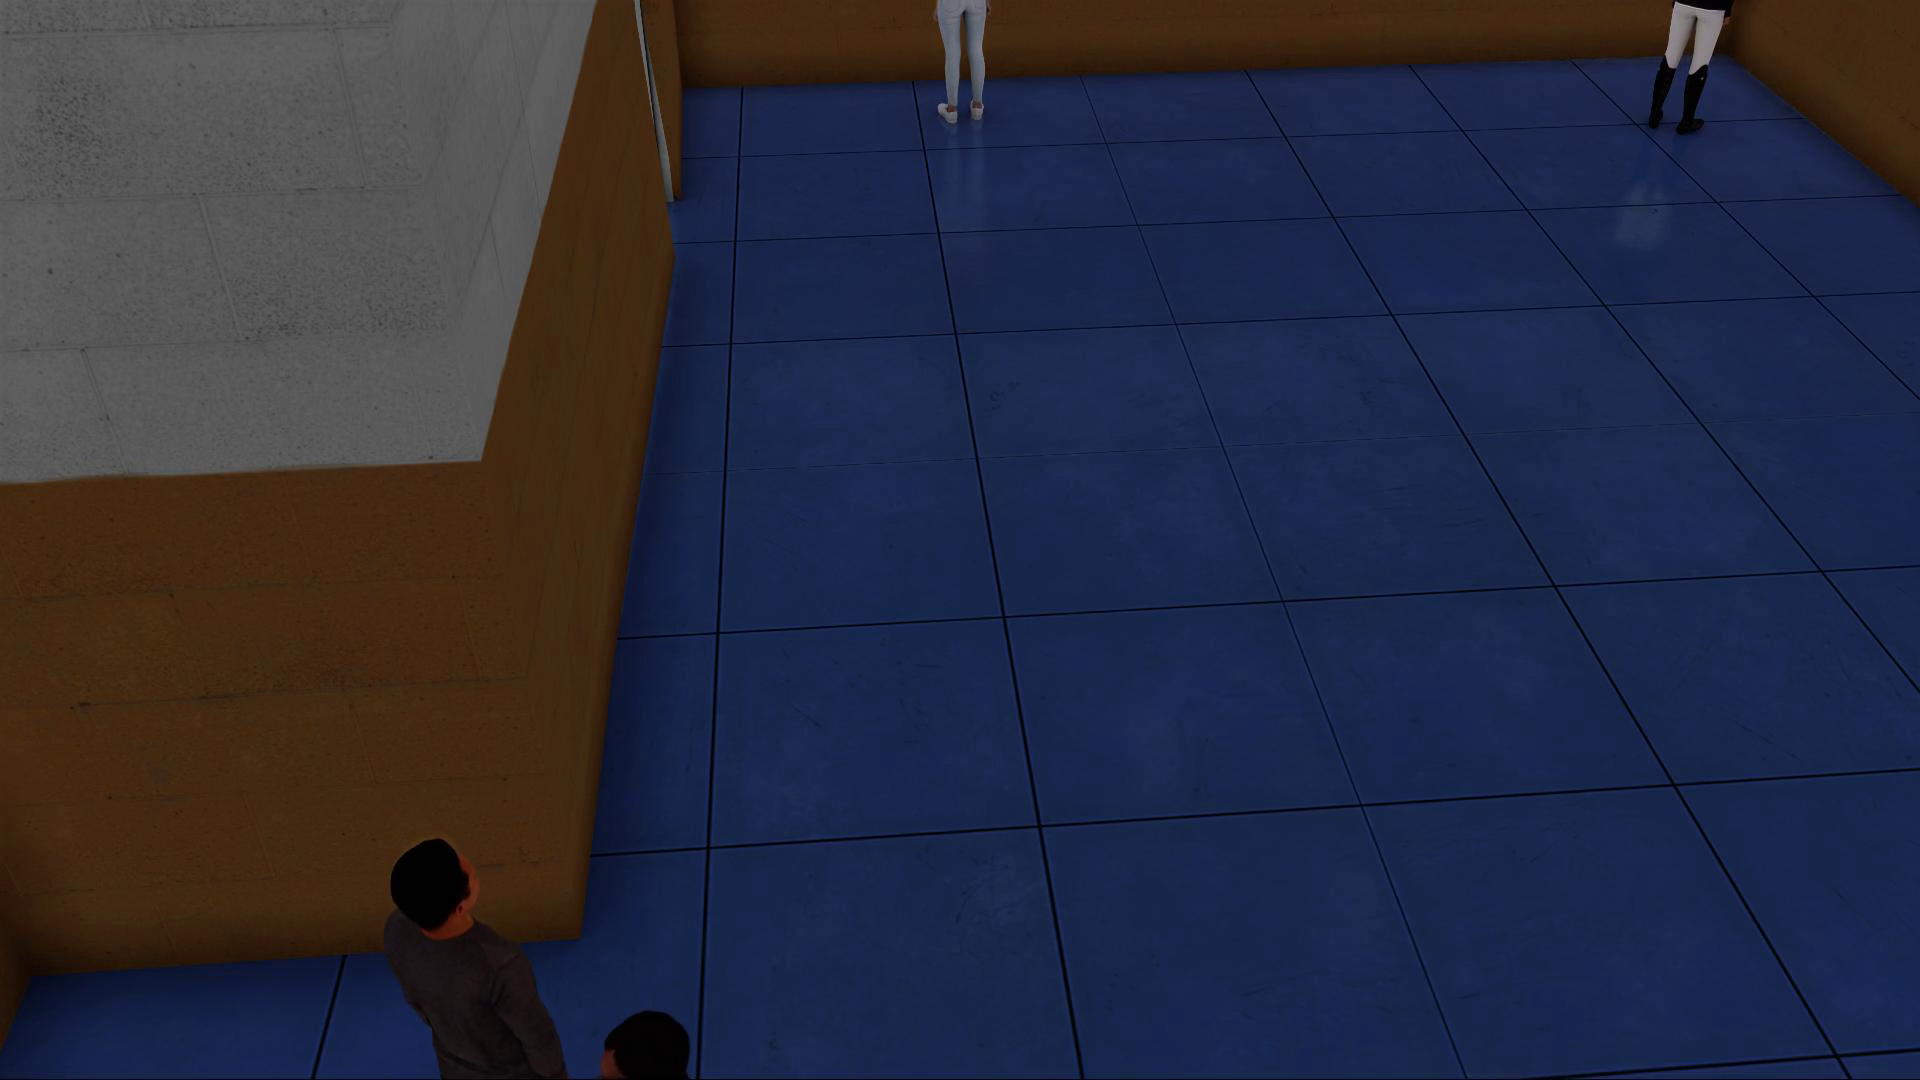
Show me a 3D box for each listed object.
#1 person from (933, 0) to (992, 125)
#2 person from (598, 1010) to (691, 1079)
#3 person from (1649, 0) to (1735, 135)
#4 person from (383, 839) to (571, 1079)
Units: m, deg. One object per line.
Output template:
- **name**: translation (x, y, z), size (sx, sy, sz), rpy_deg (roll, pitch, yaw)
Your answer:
- **person**: translation (0.018, -3.881, 11.989), size (0.543, 1.751, 0.682), rpy_deg (-9, 38, -11)
- **person**: translation (-0.770, 1.833, 4.383), size (0.662, 1.743, 0.711), rpy_deg (29, 46, 33)
- **person**: translation (5.267, -3.773, 11.849), size (0.658, 1.729, 0.717), rpy_deg (27, 45, 31)
- **person**: translation (-1.360, 1.506, 4.797), size (0.651, 1.768, 0.773), rpy_deg (-12, 38, -15)
